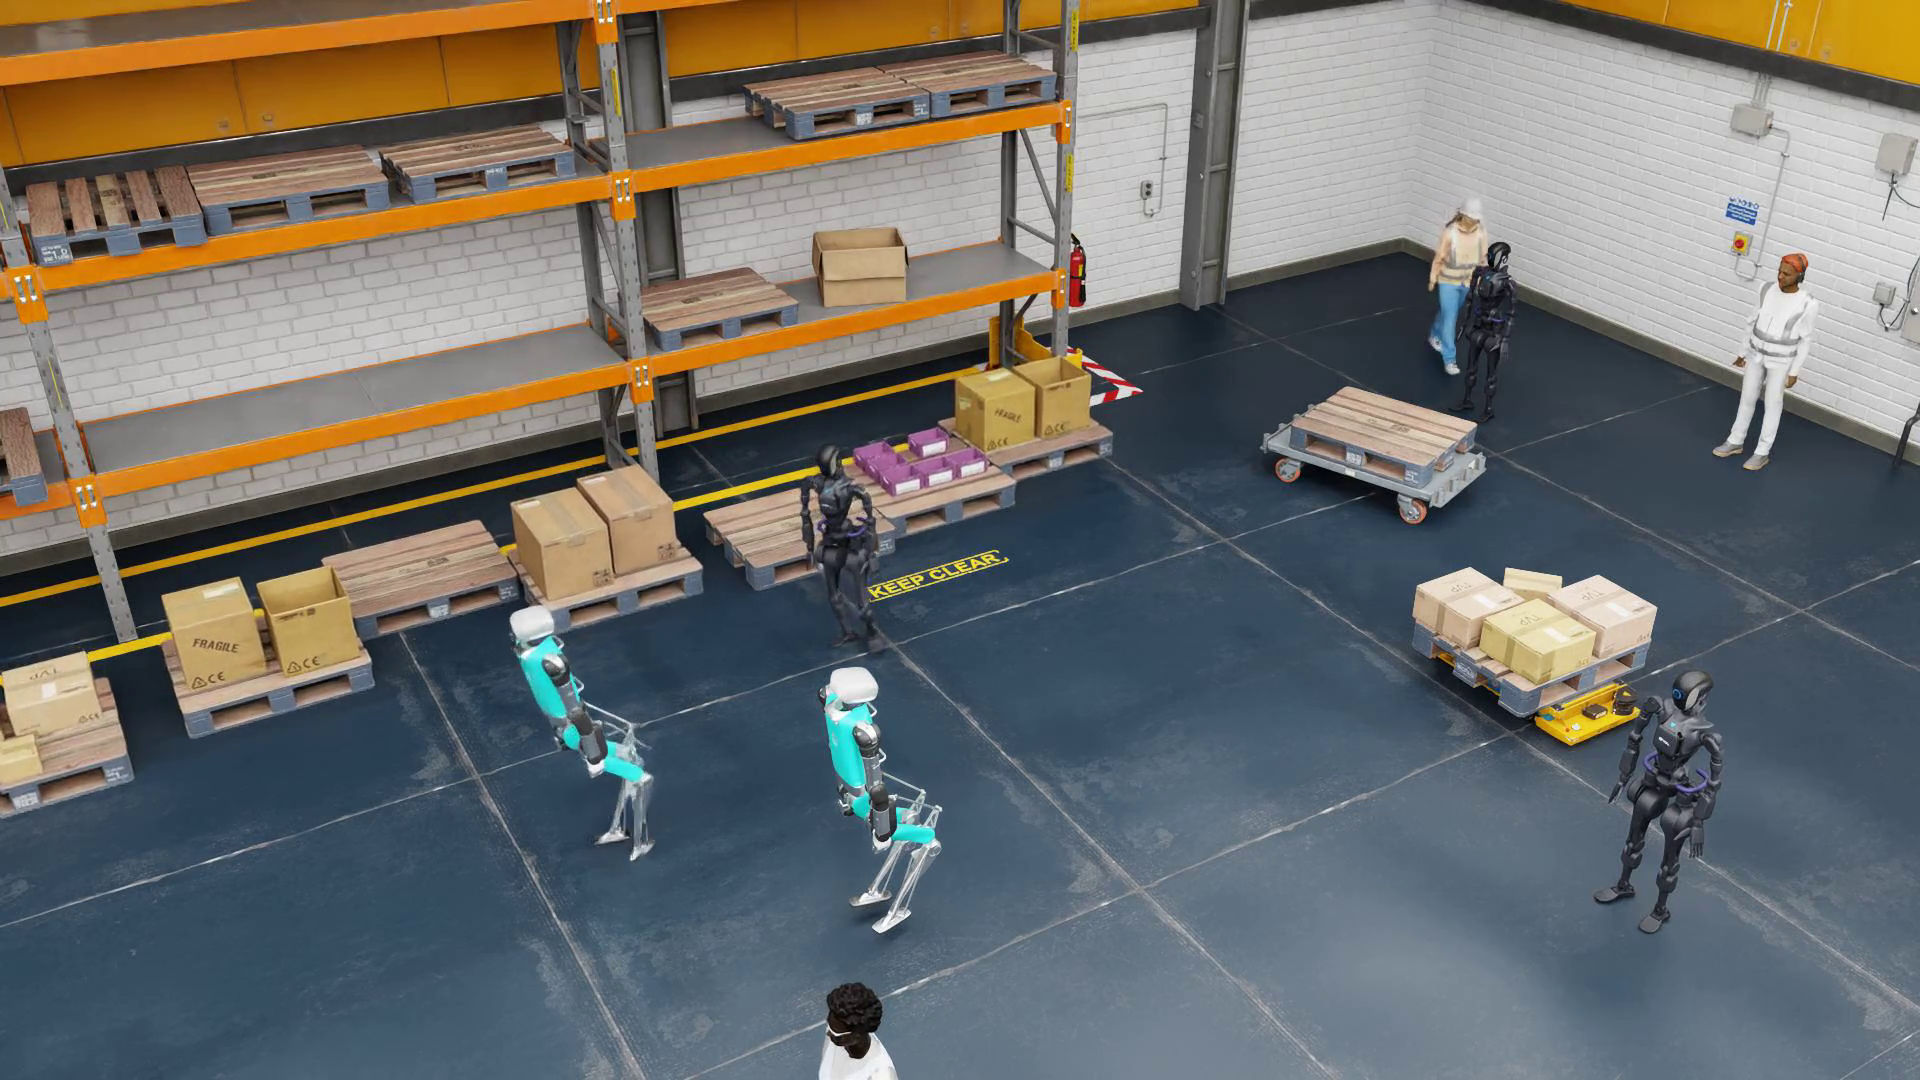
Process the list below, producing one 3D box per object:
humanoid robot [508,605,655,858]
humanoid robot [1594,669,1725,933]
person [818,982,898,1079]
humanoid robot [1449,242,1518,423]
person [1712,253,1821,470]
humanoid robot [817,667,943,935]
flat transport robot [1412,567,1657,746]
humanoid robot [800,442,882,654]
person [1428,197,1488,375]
[{"bbox_3d":[-2.083,1.091,9.569,0.813,1.783,0.560,-24,37,-36],"label":"humanoid robot"},{"bbox_3d":[3.842,1.403,9.044,0.315,1.657,0.599,-16,33,-26],"label":"humanoid robot"},{"bbox_3d":[-0.426,2.534,7.036,0.316,1.695,0.540,-17,33,-27],"label":"person"},{"bbox_3d":[4.702,-1.860,14.820,0.315,1.657,0.599,-16,33,-26],"label":"humanoid robot"},{"bbox_3d":[6.817,-1.512,14.012,0.348,1.880,0.582,-17,33,-27],"label":"person"},{"bbox_3d":[-0.359,1.352,8.953,0.735,1.677,0.533,-16,33,-26],"label":"humanoid robot"},{"bbox_3d":[3.869,0.890,11.399,0.659,0.231,1.431,-16,33,-26],"label":"flat transport robot"},{"bbox_3d":[-0.792,0.043,11.464,0.590,1.642,0.384,10,31,17],"label":"humanoid robot"},{"bbox_3d":[4.767,-2.497,15.962,0.470,1.668,0.932,-6,30,-10],"label":"person"}]
